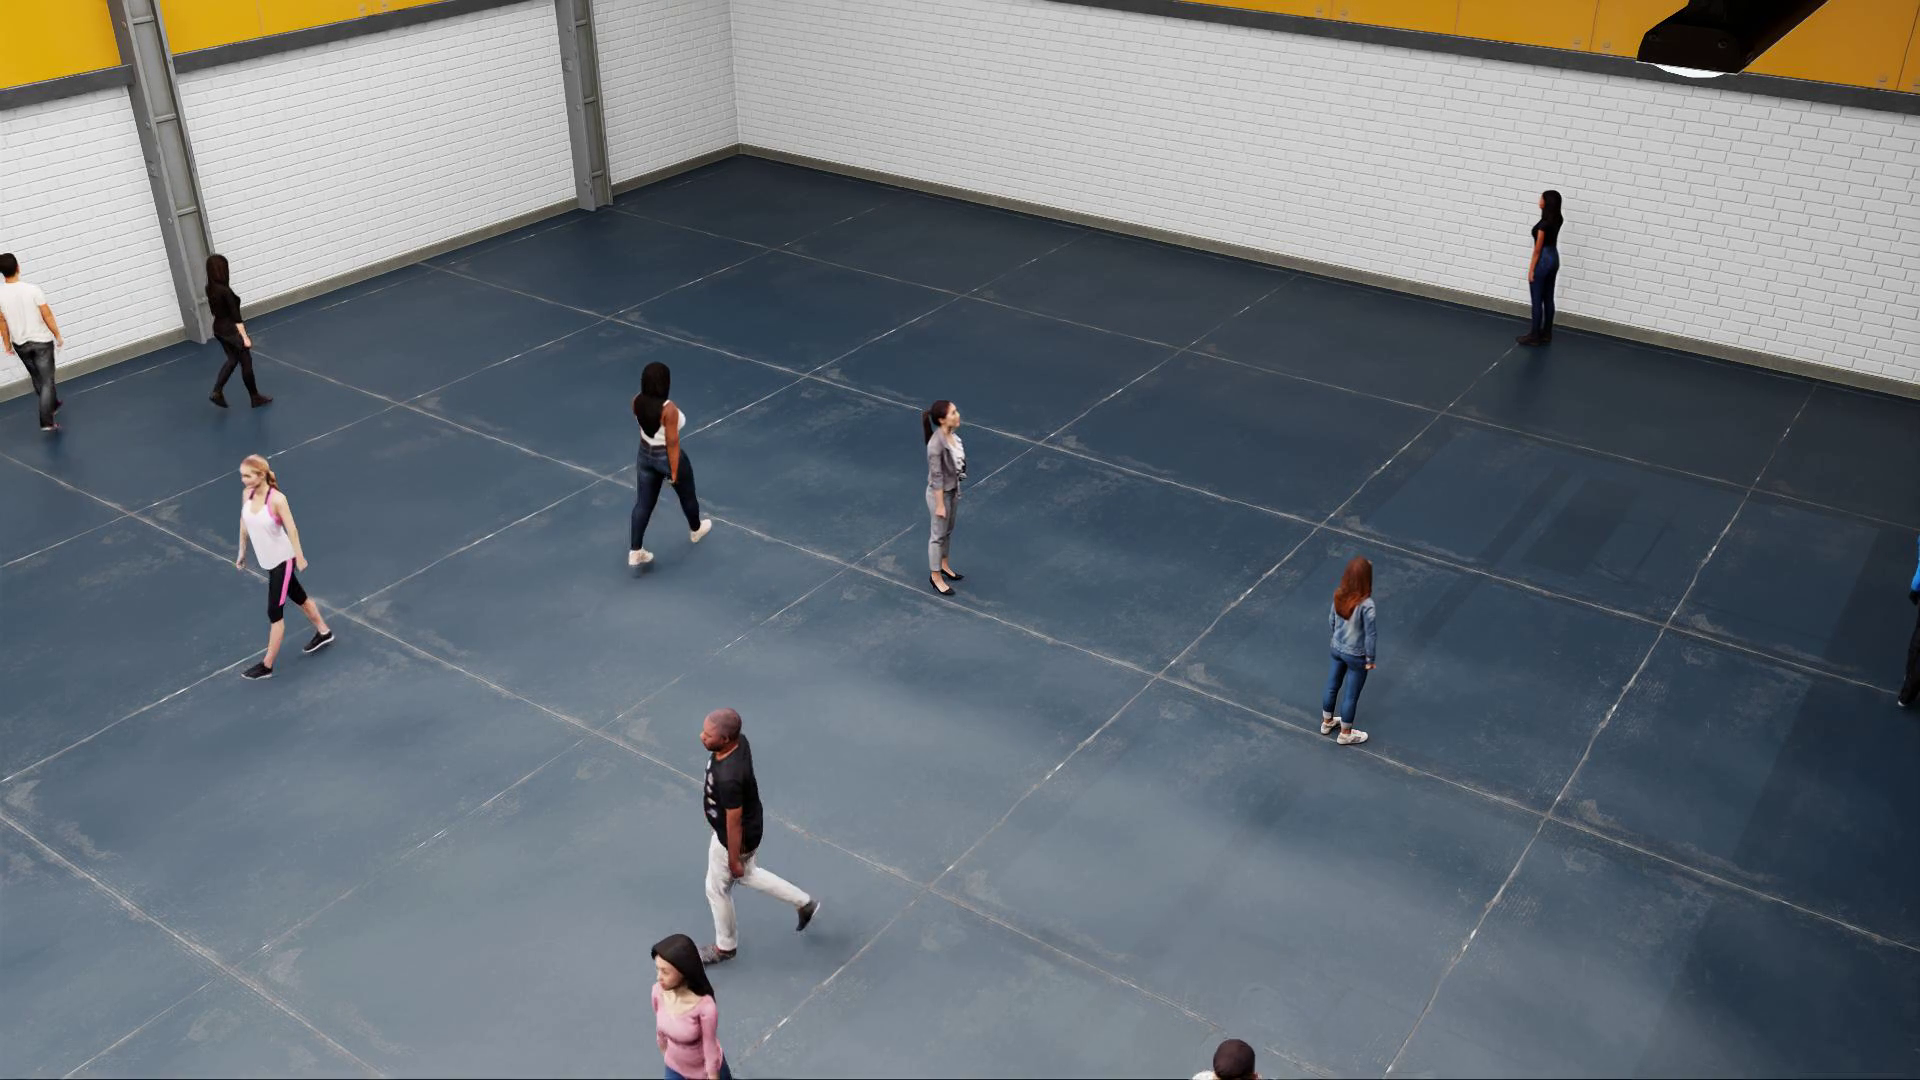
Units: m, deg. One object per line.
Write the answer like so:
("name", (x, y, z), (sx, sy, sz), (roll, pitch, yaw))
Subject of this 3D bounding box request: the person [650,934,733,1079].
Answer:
("person", (-1.225, 2.581, 8.150), (0.692, 1.712, 1.107), (12, 31, 22))

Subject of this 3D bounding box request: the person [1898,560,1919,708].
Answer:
("person", (7.090, 0.445, 11.999), (0.660, 1.776, 0.718), (23, 36, 36))

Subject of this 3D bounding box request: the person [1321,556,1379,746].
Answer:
("person", (2.745, 0.768, 11.720), (0.620, 1.478, 0.628), (-17, 33, -28))

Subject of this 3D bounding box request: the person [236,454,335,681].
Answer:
("person", (-5.095, 0.127, 12.616), (0.613, 1.745, 1.070), (18, 34, 30))

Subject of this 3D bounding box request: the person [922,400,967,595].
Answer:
("person", (-0.138, -0.368, 13.593), (0.752, 1.678, 0.633), (8, 30, 15))

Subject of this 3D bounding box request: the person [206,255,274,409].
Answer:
("person", (-7.396, -2.058, 16.739), (0.570, 1.632, 0.826), (18, 33, 29))

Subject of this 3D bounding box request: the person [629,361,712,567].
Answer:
("person", (-2.571, -0.601, 13.927), (0.735, 1.767, 1.222), (15, 32, 25))

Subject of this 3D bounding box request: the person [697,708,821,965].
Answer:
("person", (-1.222, 1.712, 9.671), (1.097, 1.781, 1.095), (-2, 29, -3))

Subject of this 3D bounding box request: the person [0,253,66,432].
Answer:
("person", (-9.115, -1.900, 16.308), (1.113, 1.767, 1.188), (-4, 29, -6))

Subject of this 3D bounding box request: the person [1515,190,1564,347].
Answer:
("person", (6.468, -3.009, 18.381), (0.579, 1.730, 0.693), (-22, 36, -35))
